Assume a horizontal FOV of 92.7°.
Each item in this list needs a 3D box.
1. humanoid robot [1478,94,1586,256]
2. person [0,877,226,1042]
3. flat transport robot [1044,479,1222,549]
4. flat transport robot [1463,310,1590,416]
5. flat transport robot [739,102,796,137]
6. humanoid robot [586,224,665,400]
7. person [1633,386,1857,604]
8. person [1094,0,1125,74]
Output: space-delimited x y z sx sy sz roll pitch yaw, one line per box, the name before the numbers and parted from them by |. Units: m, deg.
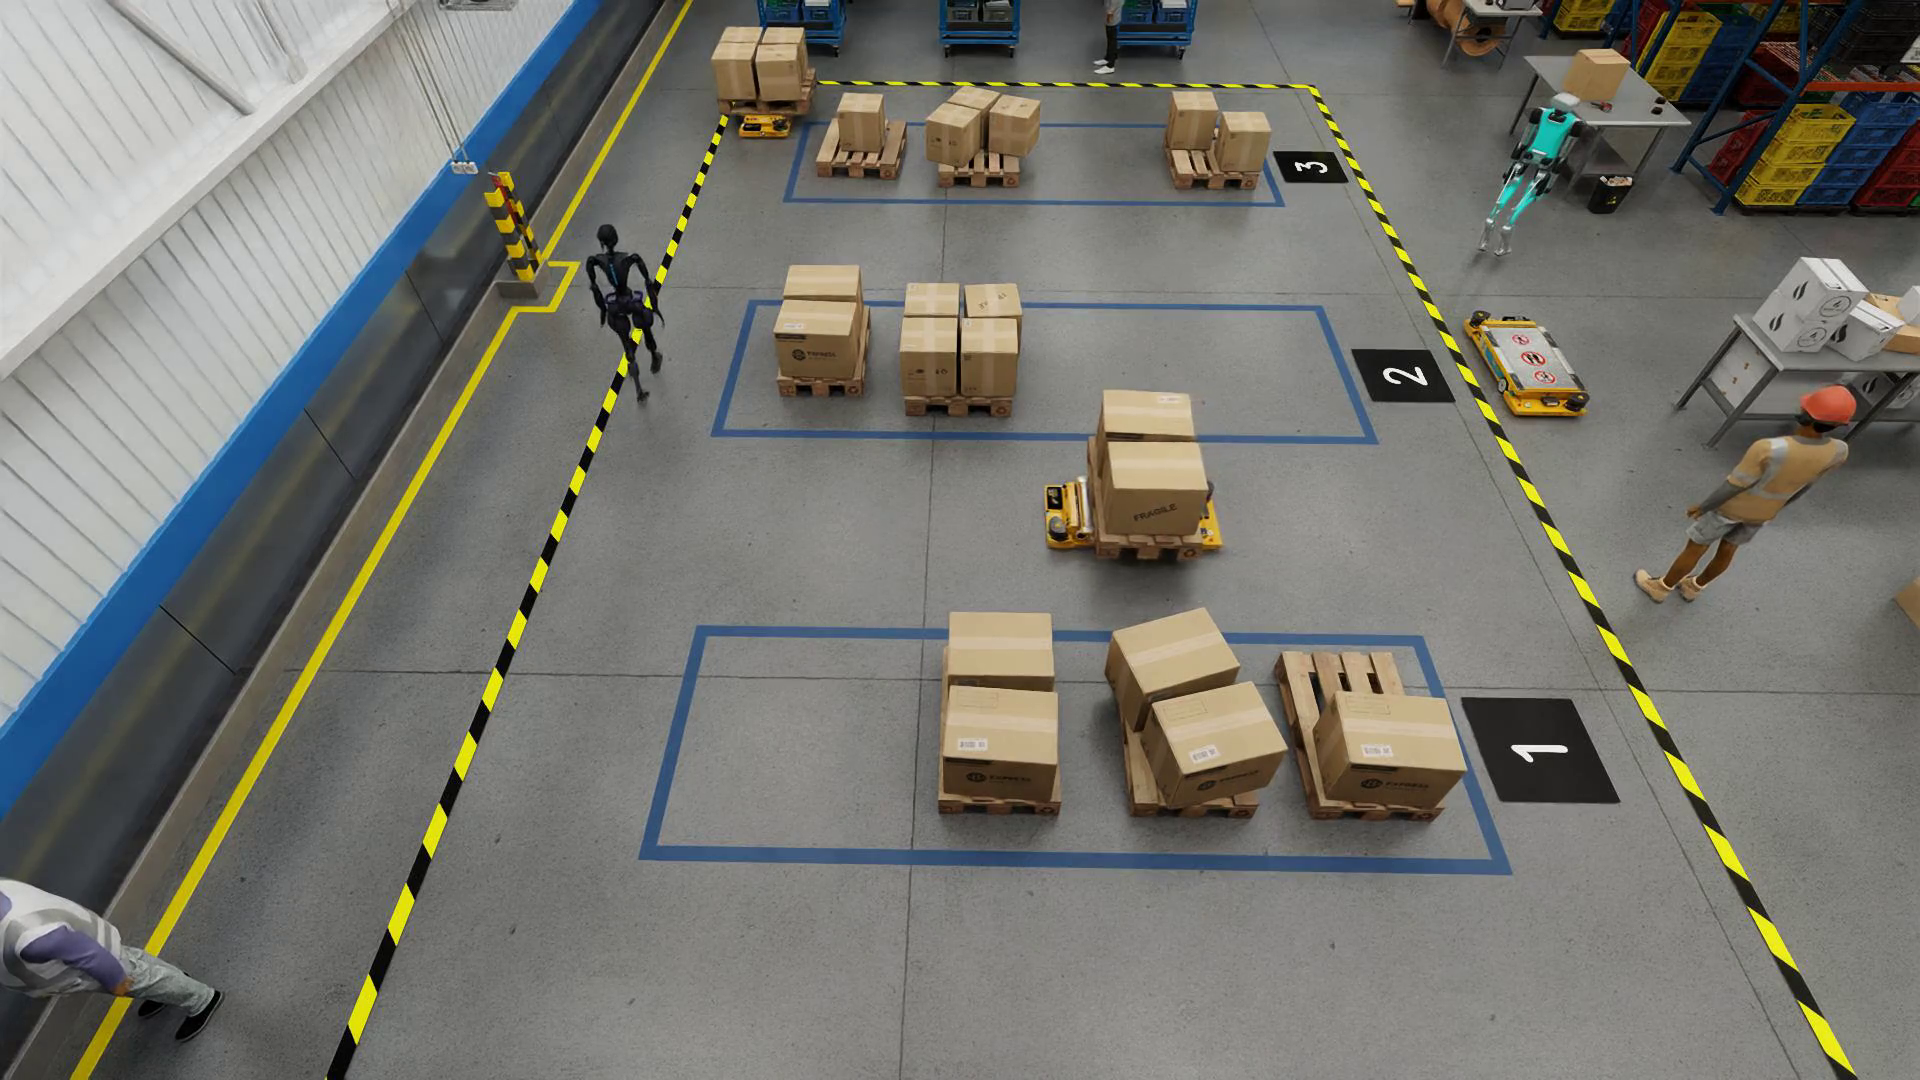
humanoid robot | 5.993 -3.814 9.778 0.735 1.672 0.533 -36 58 -27
person | -4.496 2.130 4.657 0.598 1.827 0.404 20 52 16
flat transport robot | 1.443 -0.236 7.720 1.431 0.197 0.652 1 49 1
flat transport robot | 5.573 -1.757 9.054 0.659 0.231 1.431 1 49 1
flat transport robot | -2.632 -6.022 12.728 0.652 0.197 1.431 1 49 1
humanoid robot | -3.065 -2.090 8.452 0.589 1.648 0.761 -7 49 -6
person | 5.629 -0.270 6.594 0.604 2.045 0.380 1 49 1
person | 2.157 -7.695 13.150 0.407 1.847 0.589 6 49 5
